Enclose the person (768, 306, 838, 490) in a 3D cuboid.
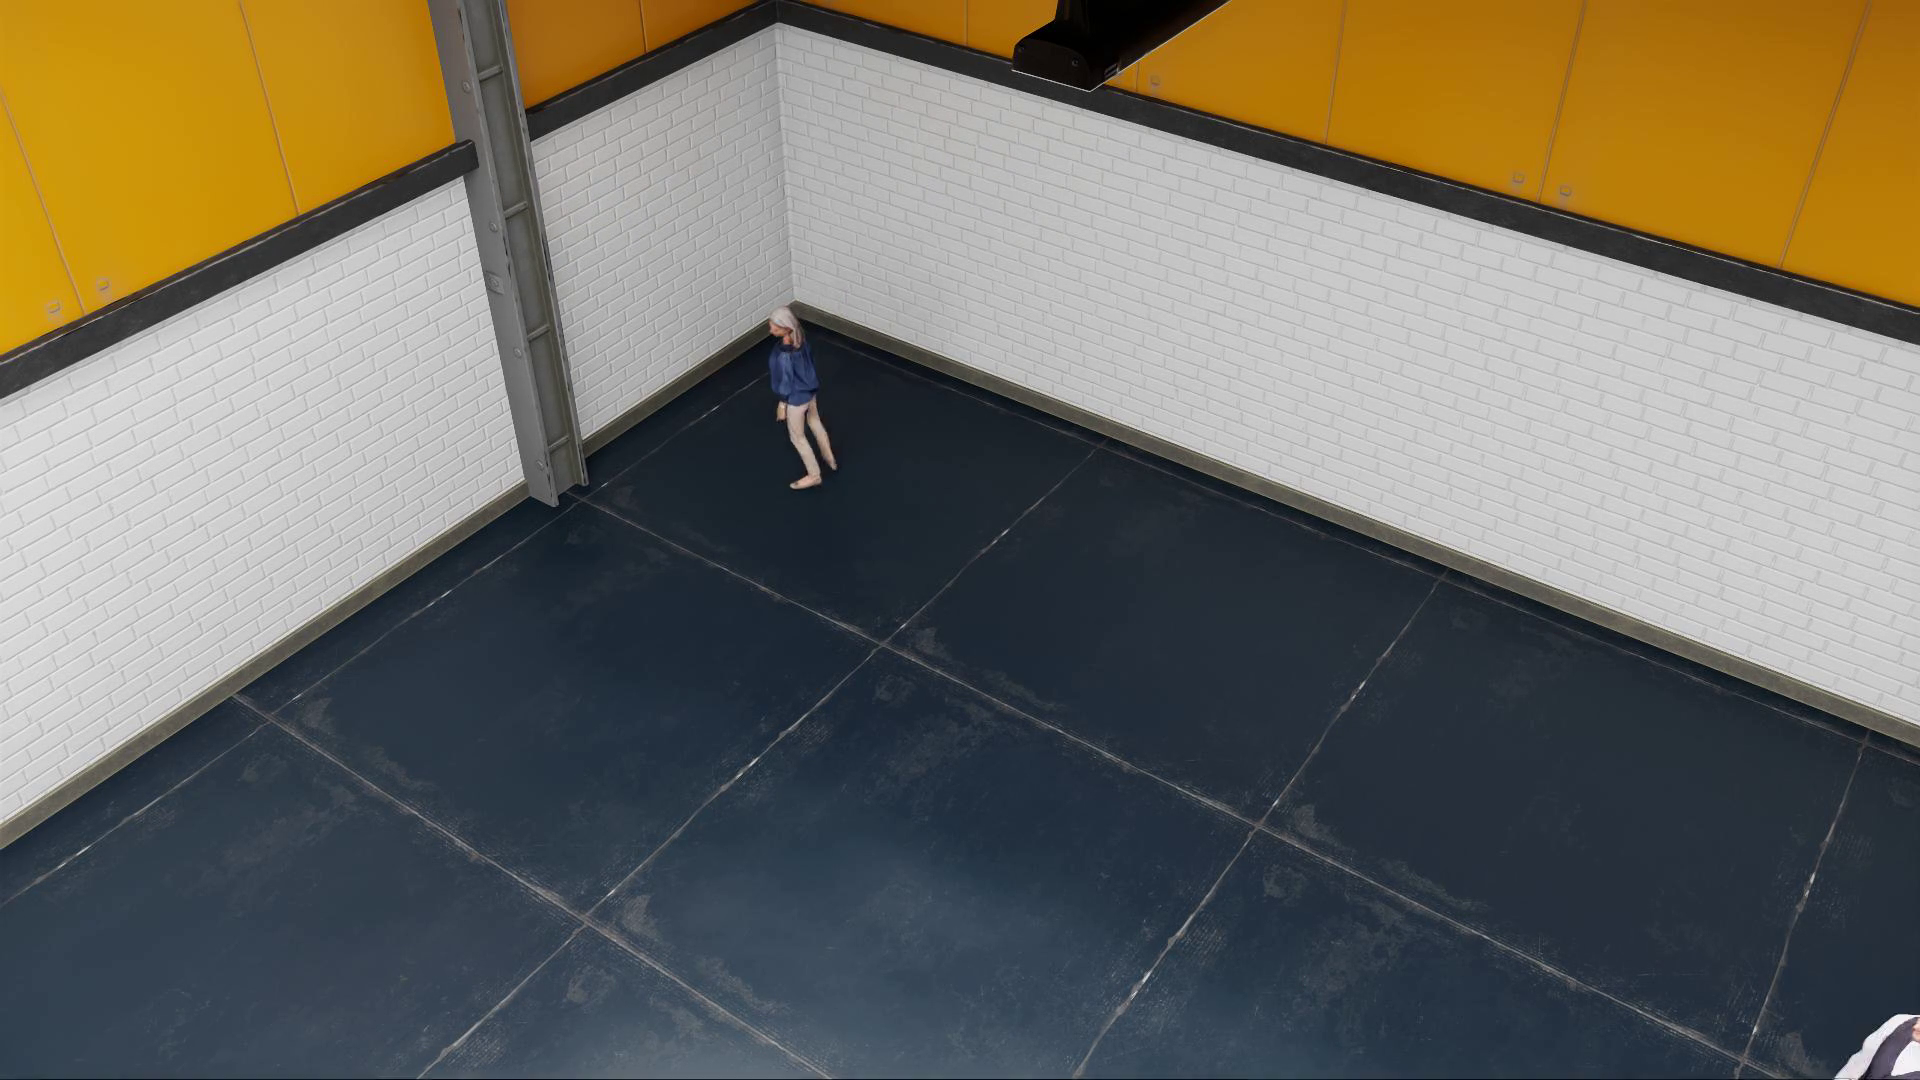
[{"bbox_3d":[-1.199,-1.135,12.963,0.952,1.669,0.746,17,42,20],"label":"person"}]
